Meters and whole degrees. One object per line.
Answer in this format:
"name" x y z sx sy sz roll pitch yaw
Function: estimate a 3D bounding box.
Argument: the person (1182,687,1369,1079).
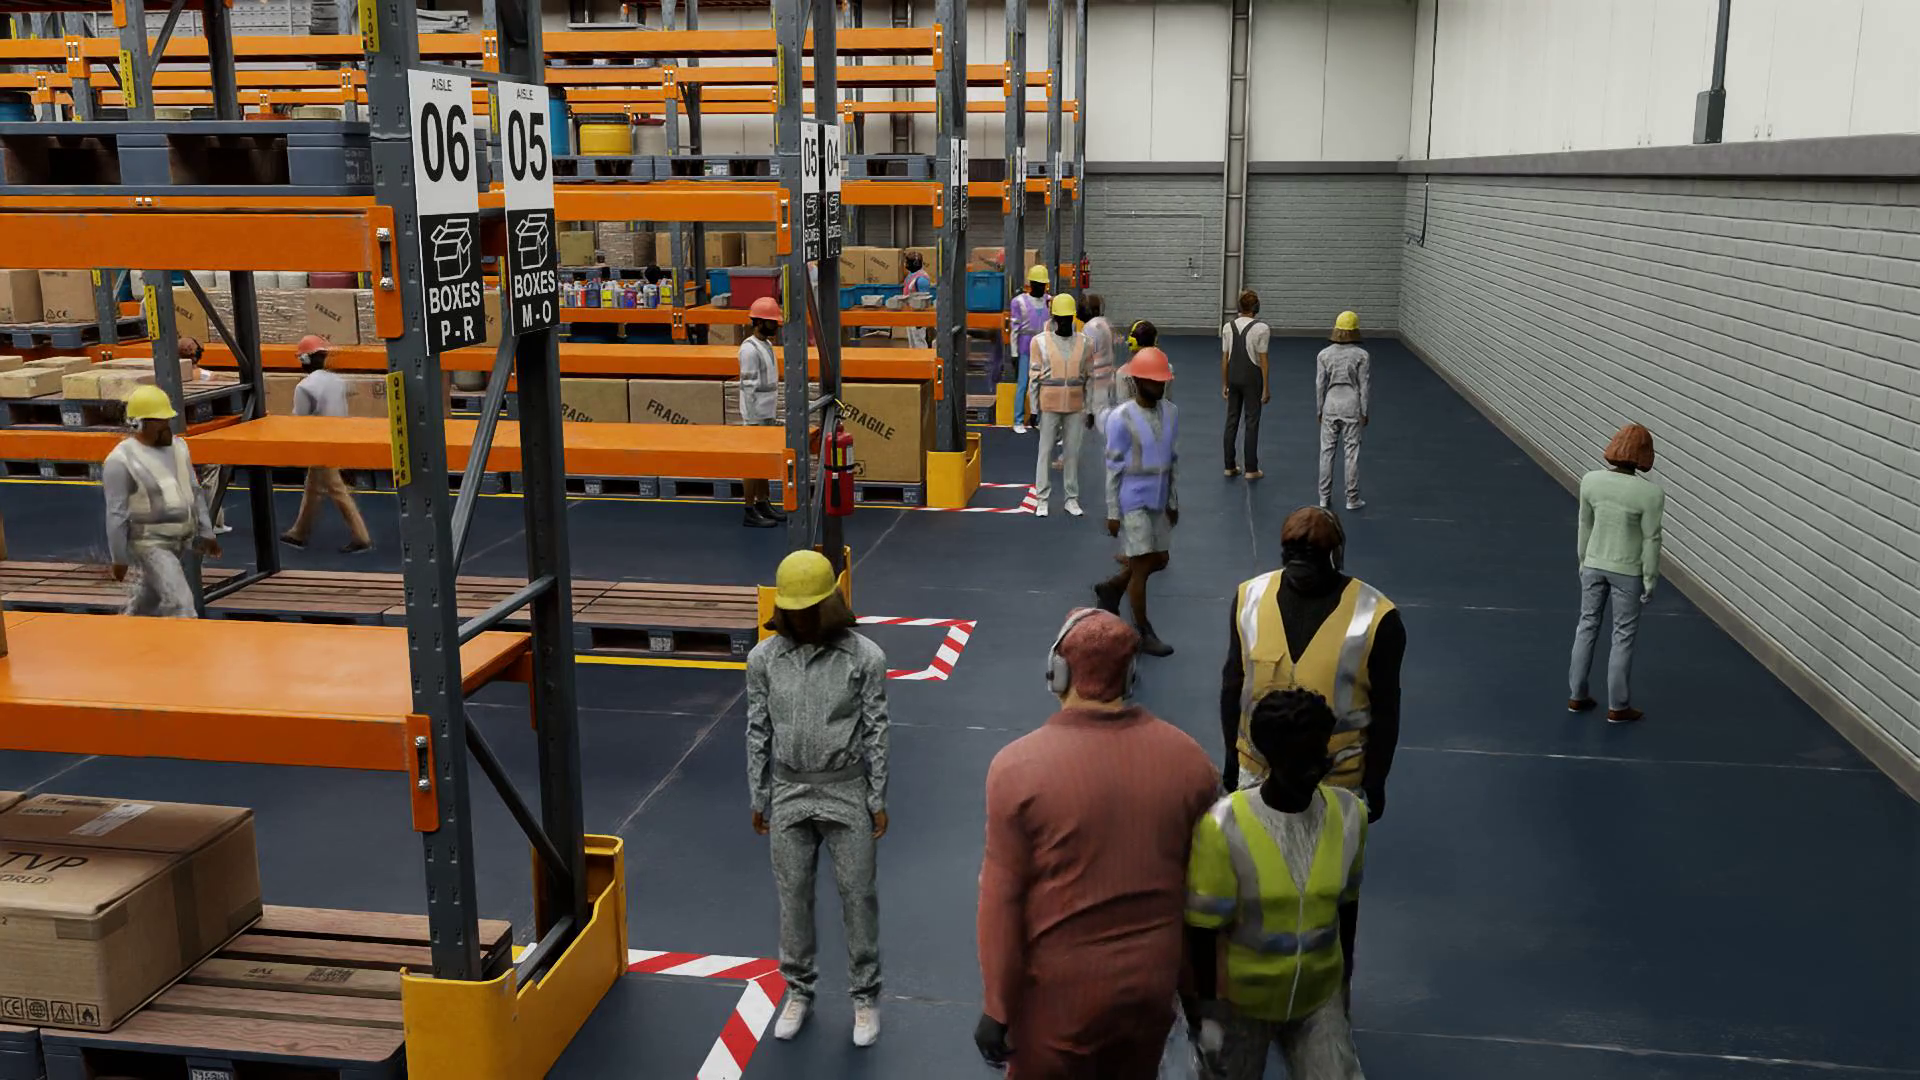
"person" 0.847 1.212 4.228 0.550 1.667 0.767 -3 13 -14

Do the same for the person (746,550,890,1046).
"person" -0.482 0.873 5.637 0.494 1.732 0.324 1 13 7

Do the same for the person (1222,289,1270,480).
"person" 2.763 -1.496 16.097 0.506 1.839 0.343 10 16 38

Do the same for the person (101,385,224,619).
"person" -4.612 -0.013 9.554 0.976 1.779 0.583 2 13 9

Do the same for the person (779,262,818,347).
"person" -2.283 -3.224 23.427 0.679 2.000 0.535 -8 15 -31

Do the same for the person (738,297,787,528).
"person" -1.642 -1.066 13.949 0.388 1.929 0.544 3 13 13

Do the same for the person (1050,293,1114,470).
"person" 1.350 -1.530 16.351 0.968 1.795 0.621 2 13 10

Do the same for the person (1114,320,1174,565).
"person" 1.383 -0.729 12.595 0.508 1.859 0.335 -6 14 -25

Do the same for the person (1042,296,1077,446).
"person" 1.078 -1.854 18.179 0.316 1.631 0.524 -11 16 -40

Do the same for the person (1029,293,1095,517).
"person" 0.882 -1.158 14.353 0.585 1.929 0.370 -2 13 -9

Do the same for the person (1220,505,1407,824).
"person" 1.194 0.784 5.787 0.624 1.844 0.430 7 14 28

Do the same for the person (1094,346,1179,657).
"person" 1.077 -0.261 10.324 0.565 1.917 0.662 -10 16 -38

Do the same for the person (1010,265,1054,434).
"person" 0.859 -2.163 18.928 0.597 1.913 0.398 -5 13 -22

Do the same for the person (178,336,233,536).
"person" -6.261 -0.843 13.621 0.513 1.630 0.317 1 13 5

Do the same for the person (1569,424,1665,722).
"person" 3.560 0.179 9.014 0.282 1.625 0.495 -9 15 -36

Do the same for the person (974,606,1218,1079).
"person" 0.370 1.126 4.188 0.669 1.871 0.632 -5 14 -23

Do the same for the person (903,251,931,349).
"person" -0.644 -3.173 23.650 0.429 1.844 0.626 -4 13 -18

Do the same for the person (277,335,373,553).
"person" -5.020 -0.737 12.969 0.878 1.698 0.563 1 13 4

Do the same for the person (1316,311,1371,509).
"person" 3.395 -1.149 14.733 0.484 1.745 0.298 7 14 29
